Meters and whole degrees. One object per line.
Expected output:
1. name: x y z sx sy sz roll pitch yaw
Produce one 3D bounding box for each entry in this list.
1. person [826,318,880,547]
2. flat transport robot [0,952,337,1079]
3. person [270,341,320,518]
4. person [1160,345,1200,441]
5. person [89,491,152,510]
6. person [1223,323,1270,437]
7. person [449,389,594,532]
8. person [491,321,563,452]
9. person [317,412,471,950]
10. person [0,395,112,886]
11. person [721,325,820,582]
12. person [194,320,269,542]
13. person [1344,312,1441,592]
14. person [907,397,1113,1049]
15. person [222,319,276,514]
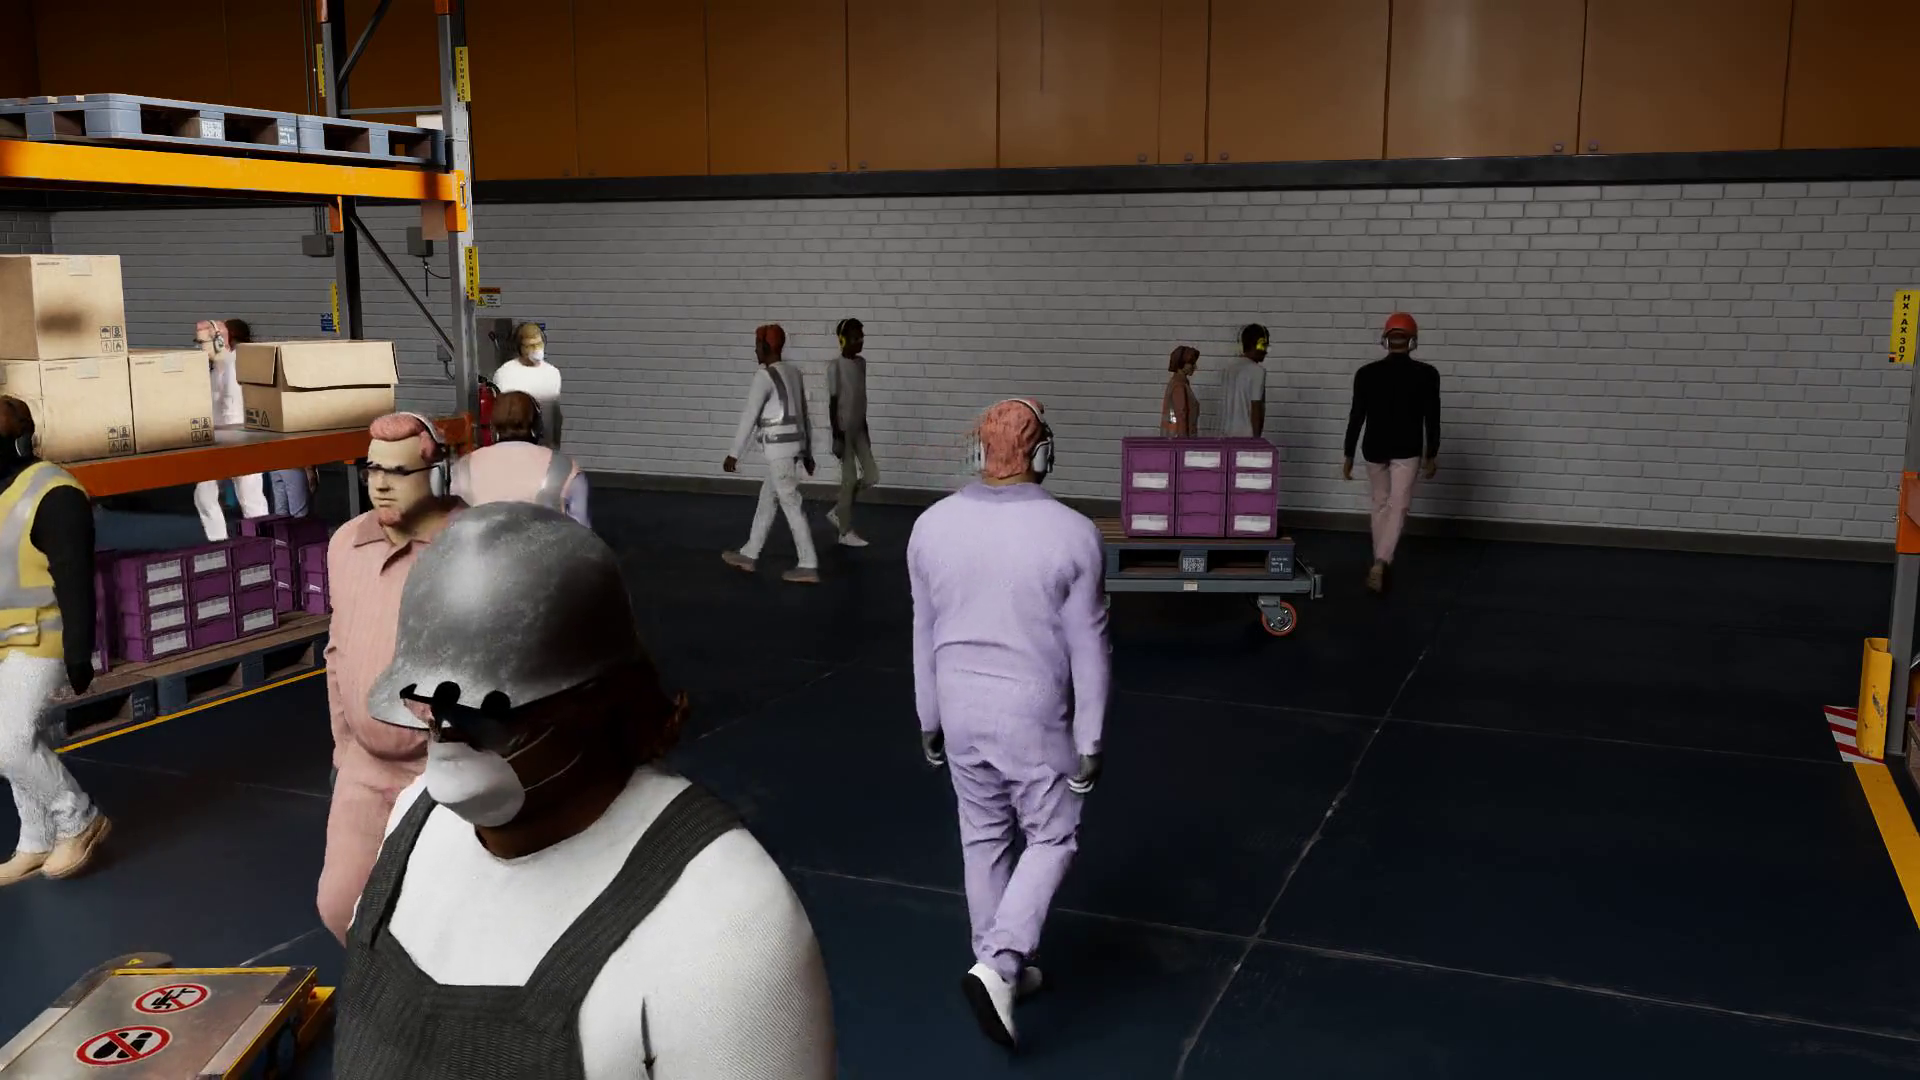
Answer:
1. person: -0.875 -0.867 13.466 0.415 1.852 0.546 5 11 30
2. flat transport robot: -2.186 1.434 4.303 0.652 0.197 1.431 0 9 -2
3. person: -4.535 -0.474 11.371 0.524 1.760 0.327 8 12 40
4. person: 1.748 -0.727 13.269 0.312 1.638 0.512 0 9 3
5. person: -7.929 -1.215 15.416 0.841 1.910 0.648 2 10 13
6. person: 2.229 -0.706 12.548 0.716 1.828 0.600 -4 10 -22
7. person: -1.836 0.268 6.889 0.642 1.775 1.064 0 9 2
8. person: -2.953 -0.587 11.688 1.066 1.869 0.637 6 11 34
9. person: -1.447 0.601 4.448 0.685 1.887 0.465 3 10 20
10. person: -3.407 0.378 6.024 0.678 1.819 0.450 6 11 33
11. person: -1.402 -0.625 12.039 0.958 1.839 0.593 3 10 19
12. person: -5.332 -0.640 12.002 0.645 1.877 0.677 9 13 42
13. person: 3.017 -0.616 11.688 0.658 1.953 0.926 5 11 29
14. person: 0.122 0.535 4.851 0.649 1.893 0.623 5 11 29
15. person: -6.460 -1.120 15.196 0.913 1.798 0.568 6 11 34
